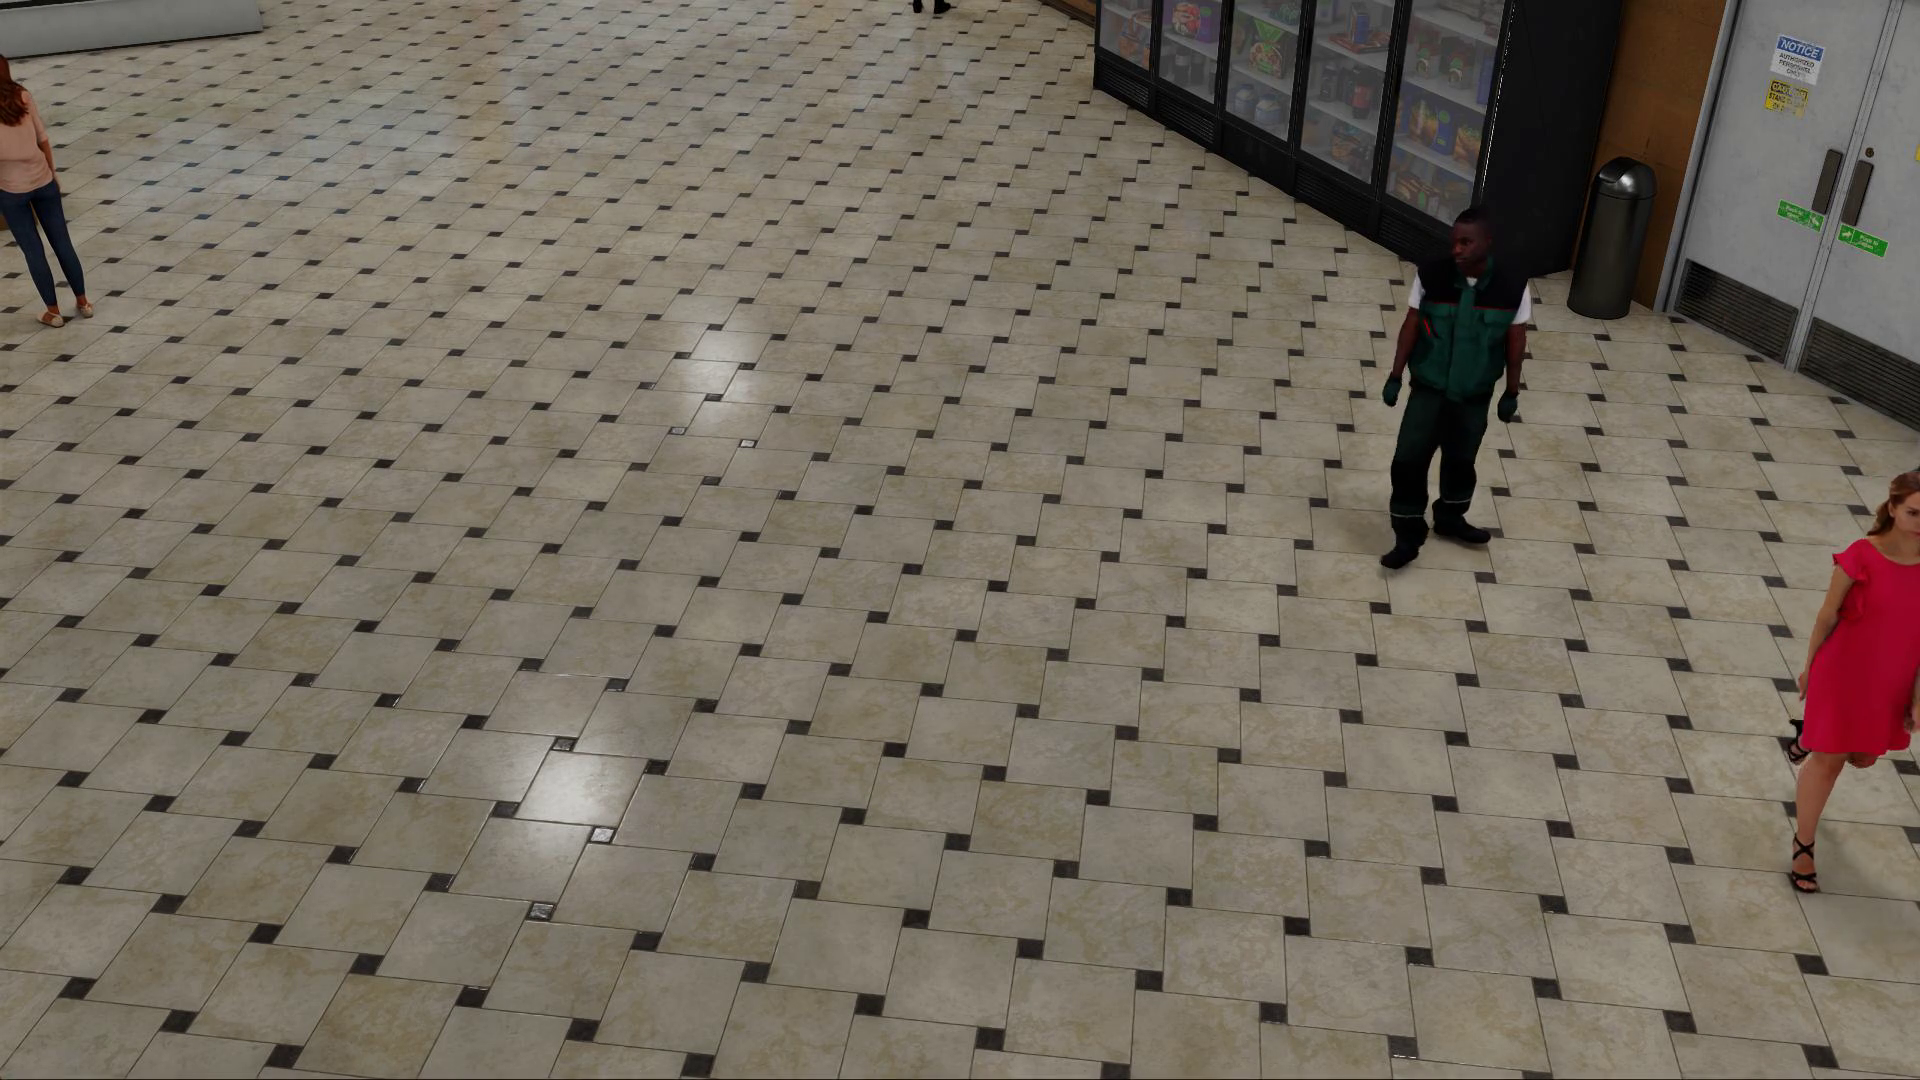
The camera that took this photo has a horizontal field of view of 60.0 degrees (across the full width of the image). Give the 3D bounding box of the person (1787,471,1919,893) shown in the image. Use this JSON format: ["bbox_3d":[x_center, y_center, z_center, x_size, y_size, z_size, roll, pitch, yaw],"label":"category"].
[{"bbox_3d":[3.259,0.460,6.039,0.950,1.707,0.931,5,32,7],"label":"person"}]

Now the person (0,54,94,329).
[{"bbox_3d":[-5.728,-2.173,10.192,0.718,1.789,0.584,27,41,36],"label":"person"}]

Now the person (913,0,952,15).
[{"bbox_3d":[-0.333,-6.272,16.685,0.756,1.890,0.844,7,33,12],"label":"person"}]

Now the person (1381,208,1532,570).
[{"bbox_3d":[2.327,-0.734,7.861,0.980,1.810,1.050,2,32,3],"label":"person"}]
